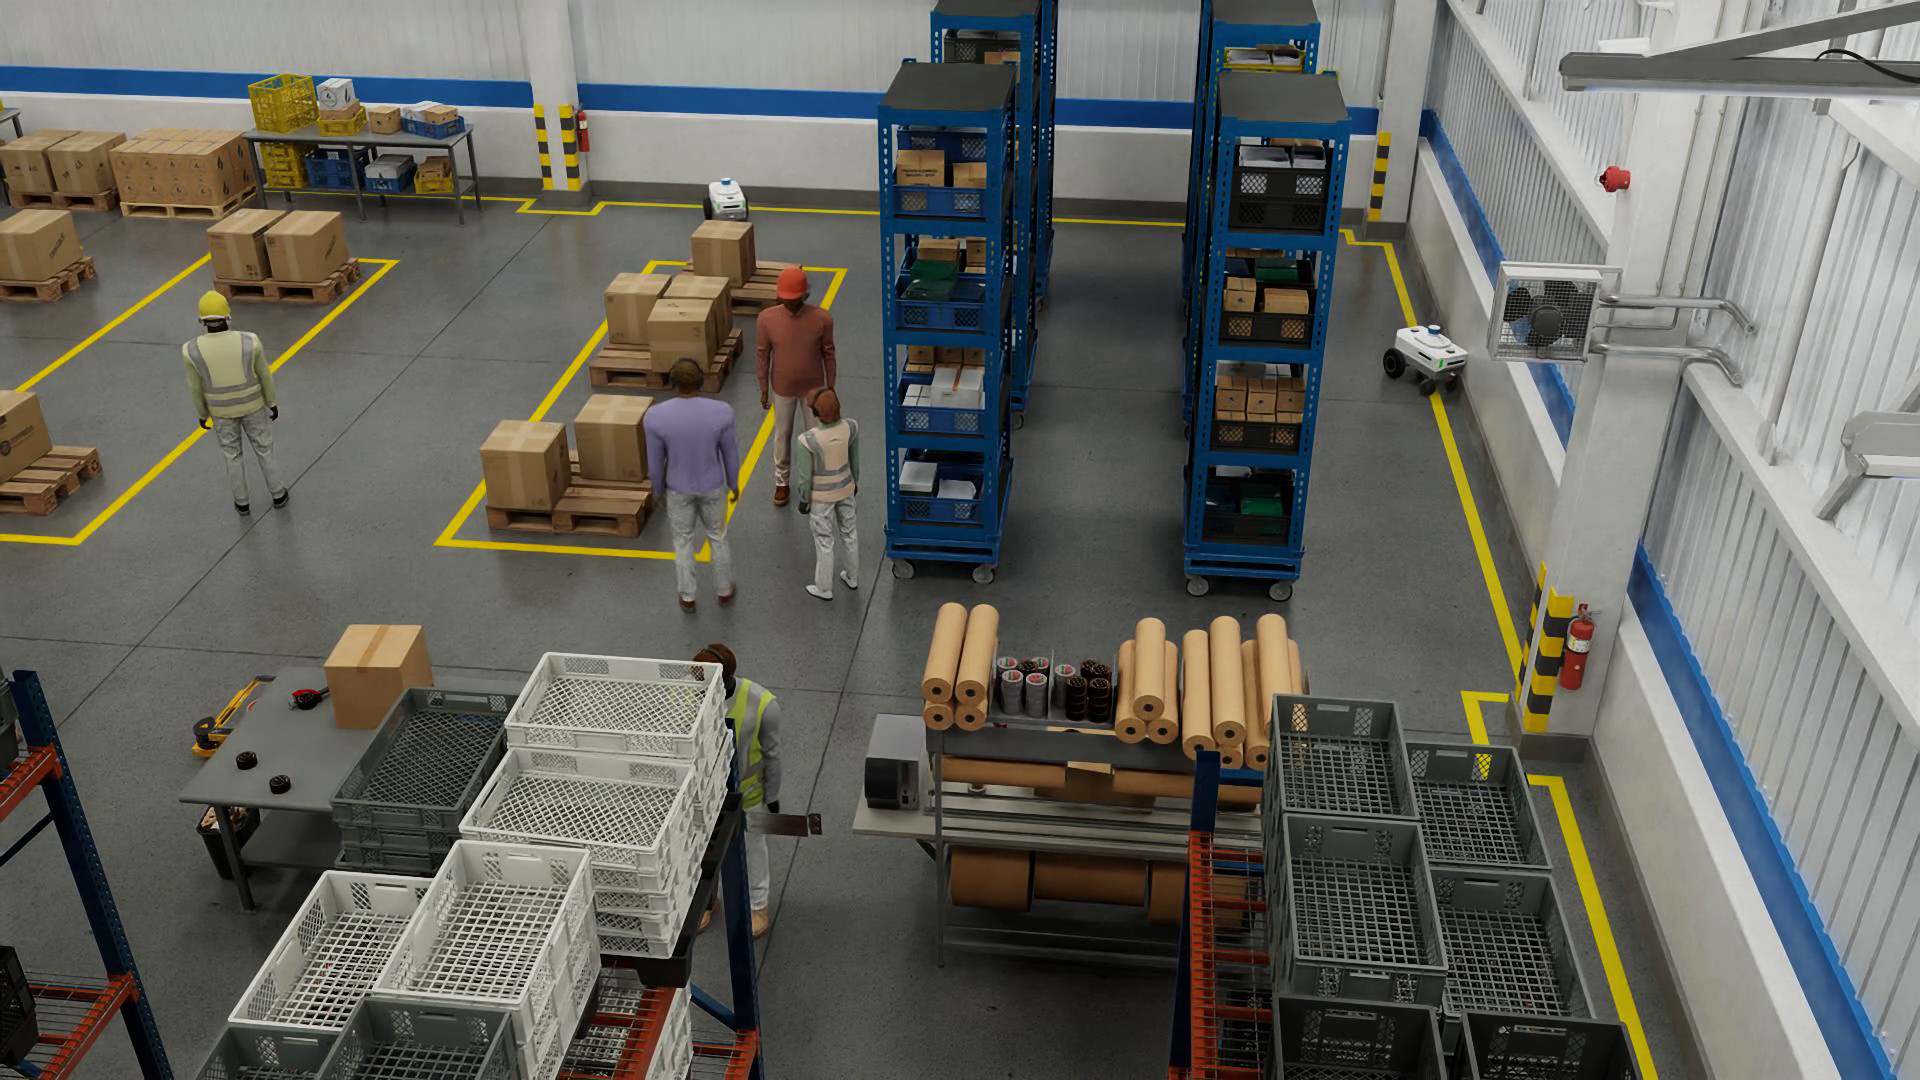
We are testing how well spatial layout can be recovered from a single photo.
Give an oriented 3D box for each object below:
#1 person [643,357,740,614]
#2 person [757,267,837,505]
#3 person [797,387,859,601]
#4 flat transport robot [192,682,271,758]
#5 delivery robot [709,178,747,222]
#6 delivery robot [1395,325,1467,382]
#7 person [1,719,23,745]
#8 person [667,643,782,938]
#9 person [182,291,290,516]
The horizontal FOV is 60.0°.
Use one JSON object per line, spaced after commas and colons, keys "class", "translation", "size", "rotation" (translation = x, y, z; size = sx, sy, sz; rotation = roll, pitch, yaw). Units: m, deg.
{"class": "person", "translation": [-1.848, -0.379, 11.653], "size": [0.635, 1.937, 0.354], "rotation": [-5, 31, -8]}
{"class": "person", "translation": [-1.268, -1.202, 13.013], "size": [0.619, 1.990, 0.395], "rotation": [-3, 30, -6]}
{"class": "person", "translation": [-0.925, -0.330, 11.861], "size": [0.513, 1.639, 0.307], "rotation": [-22, 37, -33]}
{"class": "flat transport robot", "translation": [-4.089, 1.163, 10.648], "size": [1.431, 0.197, 0.652], "rotation": [3, 30, 6]}
{"class": "delivery robot", "translation": [-2.650, -3.878, 18.938], "size": [0.477, 0.478, 0.707], "rotation": [-8, 31, -13]}
{"class": "delivery robot", "translation": [4.317, -1.730, 15.247], "size": [0.477, 0.478, 0.707], "rotation": [-13, 33, -21]}
{"class": "person", "translation": [-6.208, 0.568, 10.259], "size": [0.536, 1.700, 0.318], "rotation": [17, 34, 26]}
{"class": "person", "translation": [-1.250, 1.328, 8.821], "size": [0.619, 1.839, 0.430], "rotation": [5, 31, 9]}
{"class": "person", "translation": [-5.626, -1.059, 12.924], "size": [0.602, 1.830, 0.404], "rotation": [-13, 32, -20]}
